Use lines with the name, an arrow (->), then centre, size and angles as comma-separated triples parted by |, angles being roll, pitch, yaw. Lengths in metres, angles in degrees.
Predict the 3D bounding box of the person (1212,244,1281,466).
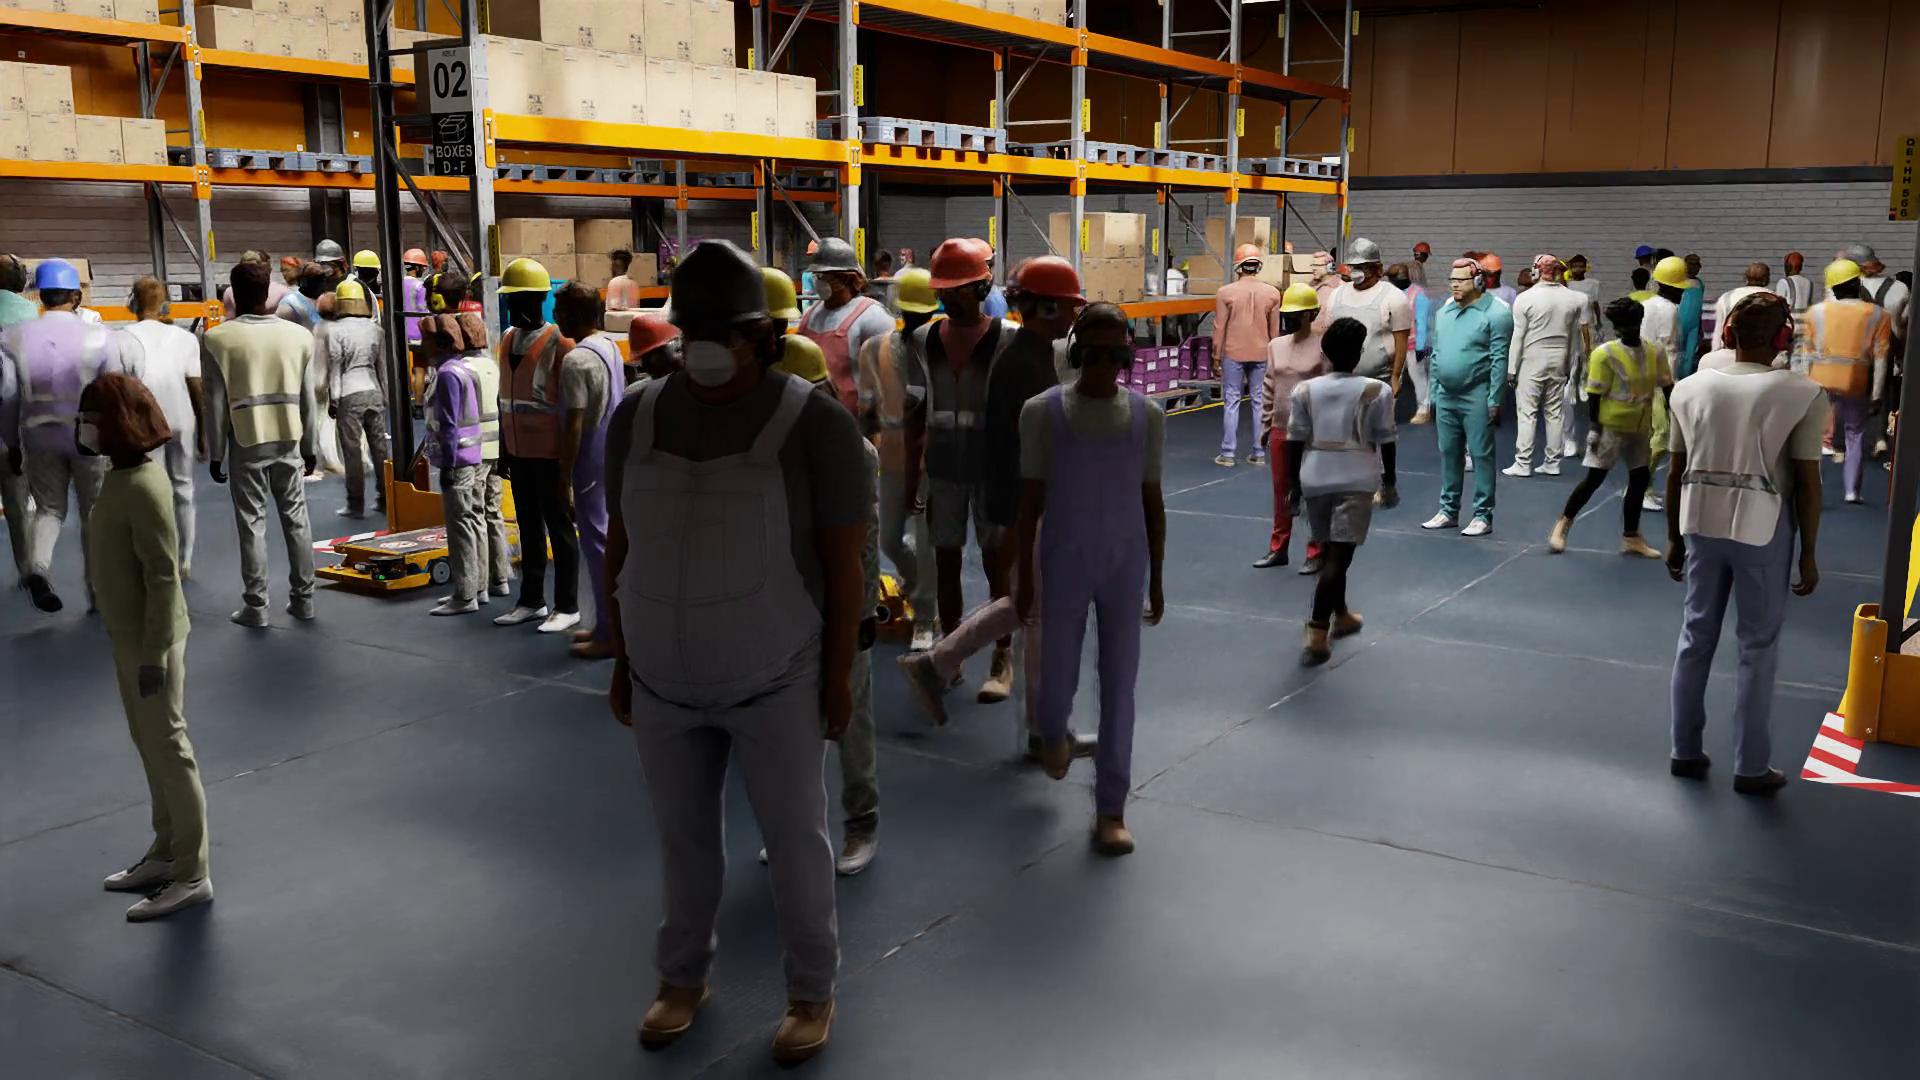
person -> 2.563, -1.652, 14.947 | 0.614, 1.987, 0.408 | -2, 10, -9

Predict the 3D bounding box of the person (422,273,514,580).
person -> -2.946, -0.675, 9.967 | 0.665, 1.826, 0.572 | 4, 11, 19

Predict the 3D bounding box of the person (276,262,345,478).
person -> -5.519, -1.446, 14.233 | 0.429, 1.836, 0.632 | 4, 11, 22

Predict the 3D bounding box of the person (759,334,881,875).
person -> -0.493, 0.208, 5.338 | 0.491, 1.732, 0.324 | 3, 11, 17

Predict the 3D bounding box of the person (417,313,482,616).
person -> -2.762, -0.414, 9.064 | 0.321, 1.631, 0.522 | -3, 11, -14

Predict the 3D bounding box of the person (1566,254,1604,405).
person -> 7.656, -2.595, 20.539 | 0.581, 1.848, 0.683 | 3, 11, 15

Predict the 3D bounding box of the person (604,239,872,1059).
person -> -0.582, 0.277, 4.096 | 0.685, 2.000, 0.535 | 3, 11, 15

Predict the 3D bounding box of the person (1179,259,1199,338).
person -> 3.391, -3.294, 24.739 | 0.314, 1.738, 0.486 | -2, 10, -12

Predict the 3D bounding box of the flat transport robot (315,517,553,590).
flat transport robot -> -3.127, 0.066, 10.169 | 0.652, 0.197, 1.431 | 7, 12, 33

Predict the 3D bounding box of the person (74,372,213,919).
person -> -2.477, 0.316, 5.023 | 0.305, 1.638, 0.512 | -7, 13, -36

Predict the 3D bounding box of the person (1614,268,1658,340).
person -> 8.213, -2.445, 20.175 | 0.541, 1.676, 0.484 | 2, 11, 14

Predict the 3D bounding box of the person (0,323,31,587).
person -> -5.587, -0.518, 9.609 | 0.514, 1.642, 0.310 | -7, 12, -33

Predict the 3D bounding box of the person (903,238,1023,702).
person -> 0.022, -0.299, 7.327 | 0.612, 2.030, 0.403 | 4, 11, 21

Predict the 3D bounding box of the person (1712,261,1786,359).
person -> 7.469, -1.720, 15.761 | 0.642, 1.820, 0.485 | 5, 11, 27

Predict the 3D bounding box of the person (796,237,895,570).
person -> -0.693, -0.659, 9.282 | 0.683, 2.000, 0.536 | 9, 13, 40

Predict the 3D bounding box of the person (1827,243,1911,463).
person -> 8.148, -1.696, 15.025 | 0.712, 2.000, 0.541 | 3, 11, 14

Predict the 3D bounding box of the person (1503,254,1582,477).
person -> 4.965, -1.485, 14.252 | 0.641, 1.902, 0.399 | -3, 11, -16

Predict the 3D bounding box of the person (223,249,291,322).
person -> -6.295, -1.637, 14.991 | 0.639, 1.937, 0.375 | -1, 10, -3

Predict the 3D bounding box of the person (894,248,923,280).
person -> -0.760, -3.327, 24.447 | 0.410, 1.905, 0.641 | 9, 14, 41

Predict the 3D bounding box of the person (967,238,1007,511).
person -> 0.142, -1.234, 12.493 | 0.391, 2.034, 0.605 | -3, 11, -17

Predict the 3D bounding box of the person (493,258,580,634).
person -> -2.195, -0.482, 8.612 | 0.586, 1.928, 0.369 | 7, 12, 35

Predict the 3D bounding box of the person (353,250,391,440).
person -> -5.984, -1.956, 16.829 | 0.391, 1.916, 0.587 | -5, 11, -24

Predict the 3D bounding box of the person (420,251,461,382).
person -> -6.434, -2.642, 20.702 | 0.584, 1.882, 0.344 | 3, 11, 17

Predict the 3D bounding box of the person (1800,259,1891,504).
person -> 6.683, -1.178, 12.596 | 0.603, 1.881, 0.730 | 5, 11, 27

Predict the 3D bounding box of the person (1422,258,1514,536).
person -> 3.480, -0.984, 11.490 | 0.399, 1.900, 0.645 | -7, 12, -34

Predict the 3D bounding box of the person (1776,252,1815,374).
person -> 9.984, -2.511, 20.006 | 0.589, 1.874, 0.347 | -5, 11, -24

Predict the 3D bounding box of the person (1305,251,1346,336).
person -> 3.667, -1.977, 16.957 | 0.402, 1.906, 0.652 | -9, 14, -42

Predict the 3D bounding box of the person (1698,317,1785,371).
person -> 4.704, -0.597, 10.067 | 0.500, 1.633, 0.286 | 8, 13, 37

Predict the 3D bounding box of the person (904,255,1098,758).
person -> 0.172, -0.130, 6.557 | 0.724, 1.967, 0.645 | 0, 10, -1

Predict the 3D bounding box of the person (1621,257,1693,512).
person -> 5.213, -1.165, 12.487 | 0.371, 1.901, 0.705 | 1, 10, 5

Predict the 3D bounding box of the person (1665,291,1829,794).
person -> 2.861, 0.013, 6.129 | 0.399, 1.836, 0.561 | -9, 13, -40

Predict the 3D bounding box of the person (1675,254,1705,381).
person -> 9.290, -2.725, 21.270 | 0.514, 1.845, 0.336 | -4, 11, -19

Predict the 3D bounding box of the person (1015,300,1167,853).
person -> 0.439, 0.101, 5.634 | 0.528, 1.822, 0.631 | -1, 10, -7

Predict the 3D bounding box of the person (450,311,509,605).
person -> -2.703, -0.455, 9.294 | 0.314, 1.632, 0.526 | 2, 10, 9

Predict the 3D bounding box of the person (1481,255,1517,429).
person -> 5.790, -2.170, 18.174 | 0.542, 1.877, 1.069 | 2, 11, 13

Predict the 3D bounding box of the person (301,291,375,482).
person -> -5.279, -1.290, 14.012 | 0.510, 1.586, 0.839 | 8, 13, 36

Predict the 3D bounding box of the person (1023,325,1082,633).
person -> 0.463, -0.463, 8.525 | 0.389, 1.925, 0.550 | -1, 10, -4

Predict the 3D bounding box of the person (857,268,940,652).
person -> -0.209, -0.408, 8.304 | 0.617, 1.890, 0.710 | 3, 11, 14

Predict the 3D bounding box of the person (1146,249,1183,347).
person -> 3.021, -3.350, 24.478 | 0.622, 1.939, 0.553 | -4, 11, -20

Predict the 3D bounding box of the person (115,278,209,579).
person -> -4.685, -0.612, 9.718 | 0.524, 1.818, 0.661 | -8, 13, -38

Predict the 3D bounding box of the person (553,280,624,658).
person -> -1.789, -0.338, 8.102 | 0.356, 1.840, 0.514 | 2, 10, 12

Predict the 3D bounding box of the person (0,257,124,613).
person -> -4.782, -0.532, 8.888 | 0.627, 1.936, 0.640 | -3, 11, -14

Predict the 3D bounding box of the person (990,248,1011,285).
person -> 0.718, -4.628, 31.647 | 0.644, 1.910, 0.506 | 7, 13, 35

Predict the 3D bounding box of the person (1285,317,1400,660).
person -> 1.862, -0.263, 8.164 | 0.533, 1.654, 0.887 | 8, 13, 36

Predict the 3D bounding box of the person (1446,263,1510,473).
person -> 4.515, -1.527, 14.676 | 0.593, 1.824, 0.566 | 7, 12, 33

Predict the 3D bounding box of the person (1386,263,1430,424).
person -> 4.834, -2.118, 18.139 | 0.982, 1.772, 0.652 | -7, 13, -36

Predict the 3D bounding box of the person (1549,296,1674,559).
person -> 4.210, -0.721, 10.644 | 0.691, 1.680, 0.564 | -5, 11, -25

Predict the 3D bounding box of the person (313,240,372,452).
person -> -5.967, -1.846, 15.860 | 0.681, 2.000, 0.535 | 2, 10, 11

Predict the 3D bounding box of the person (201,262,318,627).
person -> -3.660, -0.498, 8.765 | 0.580, 1.910, 0.394 | -10, 14, -44

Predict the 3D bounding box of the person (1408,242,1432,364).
person -> 7.455, -3.852, 27.129 | 0.402, 1.985, 0.613 | 2, 10, 13

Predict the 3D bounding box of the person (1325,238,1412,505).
person -> 3.059, -1.287, 12.764 | 0.688, 2.000, 0.536 | 8, 13, 39

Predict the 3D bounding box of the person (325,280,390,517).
person -> -4.442, -1.038, 12.249 | 0.355, 1.734, 0.489 | 7, 13, 35

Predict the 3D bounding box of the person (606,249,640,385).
person -> -3.761, -2.256, 18.493 | 0.510, 1.916, 0.703 | 4, 11, 21

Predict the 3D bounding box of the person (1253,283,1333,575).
person -> 2.048, -0.672, 10.120 | 0.534, 1.766, 0.318 | 10, 14, 44
